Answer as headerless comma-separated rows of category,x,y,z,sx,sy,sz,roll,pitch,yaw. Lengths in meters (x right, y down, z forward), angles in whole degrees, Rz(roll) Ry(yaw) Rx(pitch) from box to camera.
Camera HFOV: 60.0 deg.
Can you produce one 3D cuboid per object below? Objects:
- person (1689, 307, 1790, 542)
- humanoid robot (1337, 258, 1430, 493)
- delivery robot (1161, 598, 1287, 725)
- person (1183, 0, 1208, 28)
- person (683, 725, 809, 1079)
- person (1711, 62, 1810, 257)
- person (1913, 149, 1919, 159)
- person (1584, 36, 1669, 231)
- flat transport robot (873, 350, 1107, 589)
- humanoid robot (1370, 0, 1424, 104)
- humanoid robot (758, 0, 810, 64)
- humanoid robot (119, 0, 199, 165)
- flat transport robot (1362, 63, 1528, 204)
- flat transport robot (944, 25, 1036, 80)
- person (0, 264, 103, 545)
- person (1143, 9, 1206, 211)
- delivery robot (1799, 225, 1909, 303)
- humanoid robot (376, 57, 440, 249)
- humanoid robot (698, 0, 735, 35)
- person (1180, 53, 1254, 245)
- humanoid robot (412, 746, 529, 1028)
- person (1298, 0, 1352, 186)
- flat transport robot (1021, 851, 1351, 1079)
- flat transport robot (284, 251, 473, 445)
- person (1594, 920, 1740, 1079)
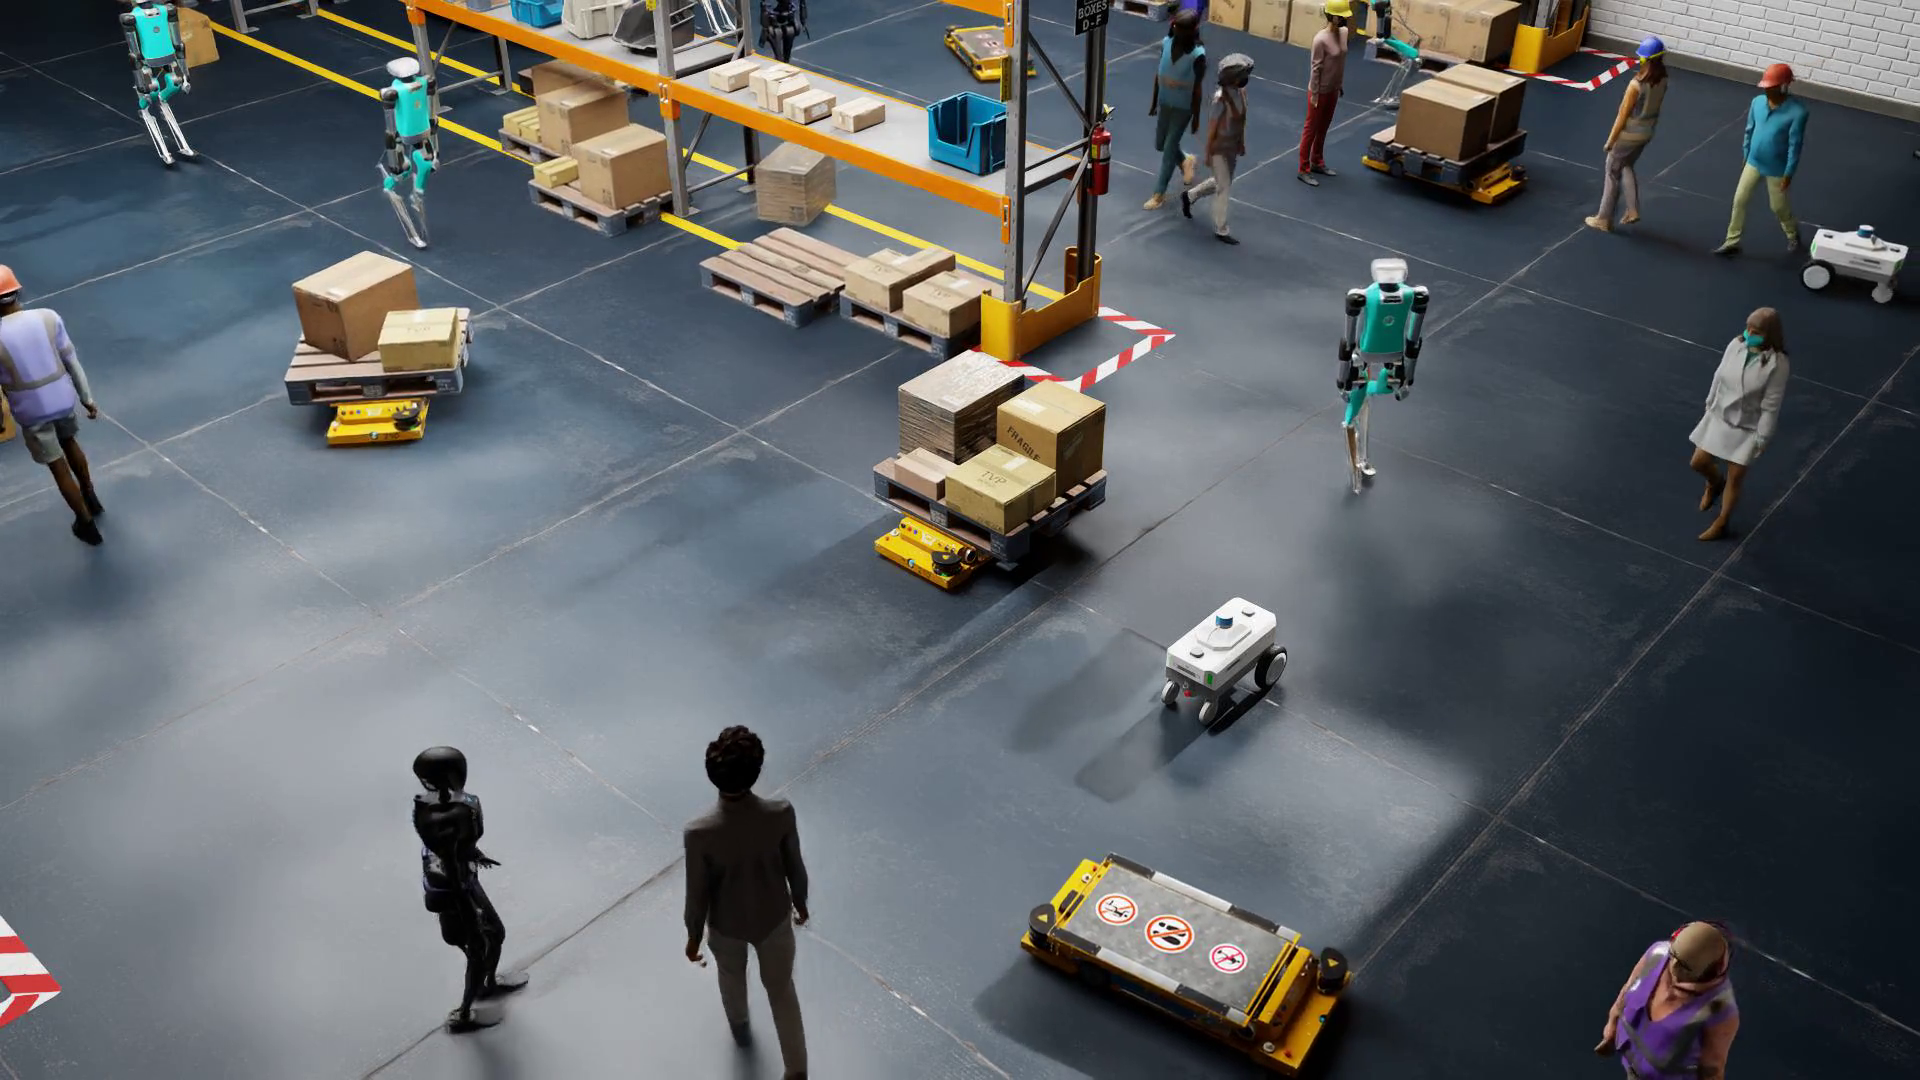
person,4.990,-0.744,10.669,0.414,1.646,0.515,-24,41,-30
humanoid robot,2.747,-1.160,11.219,0.556,1.795,0.760,0,35,0
delivery robot,1.506,0.646,9.597,0.499,0.566,0.739,27,43,33
person,2.637,-6.072,18.123,0.524,1.952,0.830,-12,36,-17
person,-0.891,1.616,7.067,0.560,1.876,0.800,-10,36,-14
person,6.998,-3.269,14.280,0.747,1.717,0.590,-17,38,-23
person,9.665,-4.602,16.032,0.539,1.920,0.411,-15,37,-21
person,5.909,-3.558,14.640,0.503,1.763,0.376,-17,38,-23
flat transport robot,0.158,-0.172,11.059,0.659,0.231,1.431,27,43,33
humanoid robot,4.537,-5.295,17.223,0.786,1.802,0.537,8,35,11
humanoid robot,-1.846,-5.393,17.398,0.589,1.628,0.594,-23,41,-30
humanoid robot,-7.701,-4.467,15.872,0.735,1.677,0.533,27,43,33
flat transport robot,4.666,-3.602,16.029,1.431,0.231,0.659,29,44,35
flat transport robot,0.330,-5.532,18.825,0.659,0.231,1.431,-10,36,-14
person,-5.917,-0.883,10.644,0.736,1.907,0.558,22,40,29
person,1.999,-3.961,15.172,0.567,1.841,0.724,28,44,34
delivery robot,7.511,-2.359,13.959,0.766,0.575,0.499,20,39,26
humanoid robot,-4.802,-3.263,14.337,0.754,1.877,0.540,21,40,28
humanoid robot,-2.809,-6.680,19.076,0.735,1.680,0.533,27,43,33
person,2.264,-3.471,14.610,0.683,1.662,0.459,27,43,33
humanoid robot,-2.223,1.539,7.345,0.385,1.640,0.583,-10,36,-14
person,3.445,-4.232,15.624,0.308,1.768,0.522,27,43,33
flat transport robot,1.070,1.981,7.940,1.431,0.231,0.659,20,39,26
flat transport robot,-4.309,-1.170,12.505,0.659,0.231,1.431,-5,35,-7
person,2.817,2.075,6.581,0.863,1.650,0.472,-9,36,-12
